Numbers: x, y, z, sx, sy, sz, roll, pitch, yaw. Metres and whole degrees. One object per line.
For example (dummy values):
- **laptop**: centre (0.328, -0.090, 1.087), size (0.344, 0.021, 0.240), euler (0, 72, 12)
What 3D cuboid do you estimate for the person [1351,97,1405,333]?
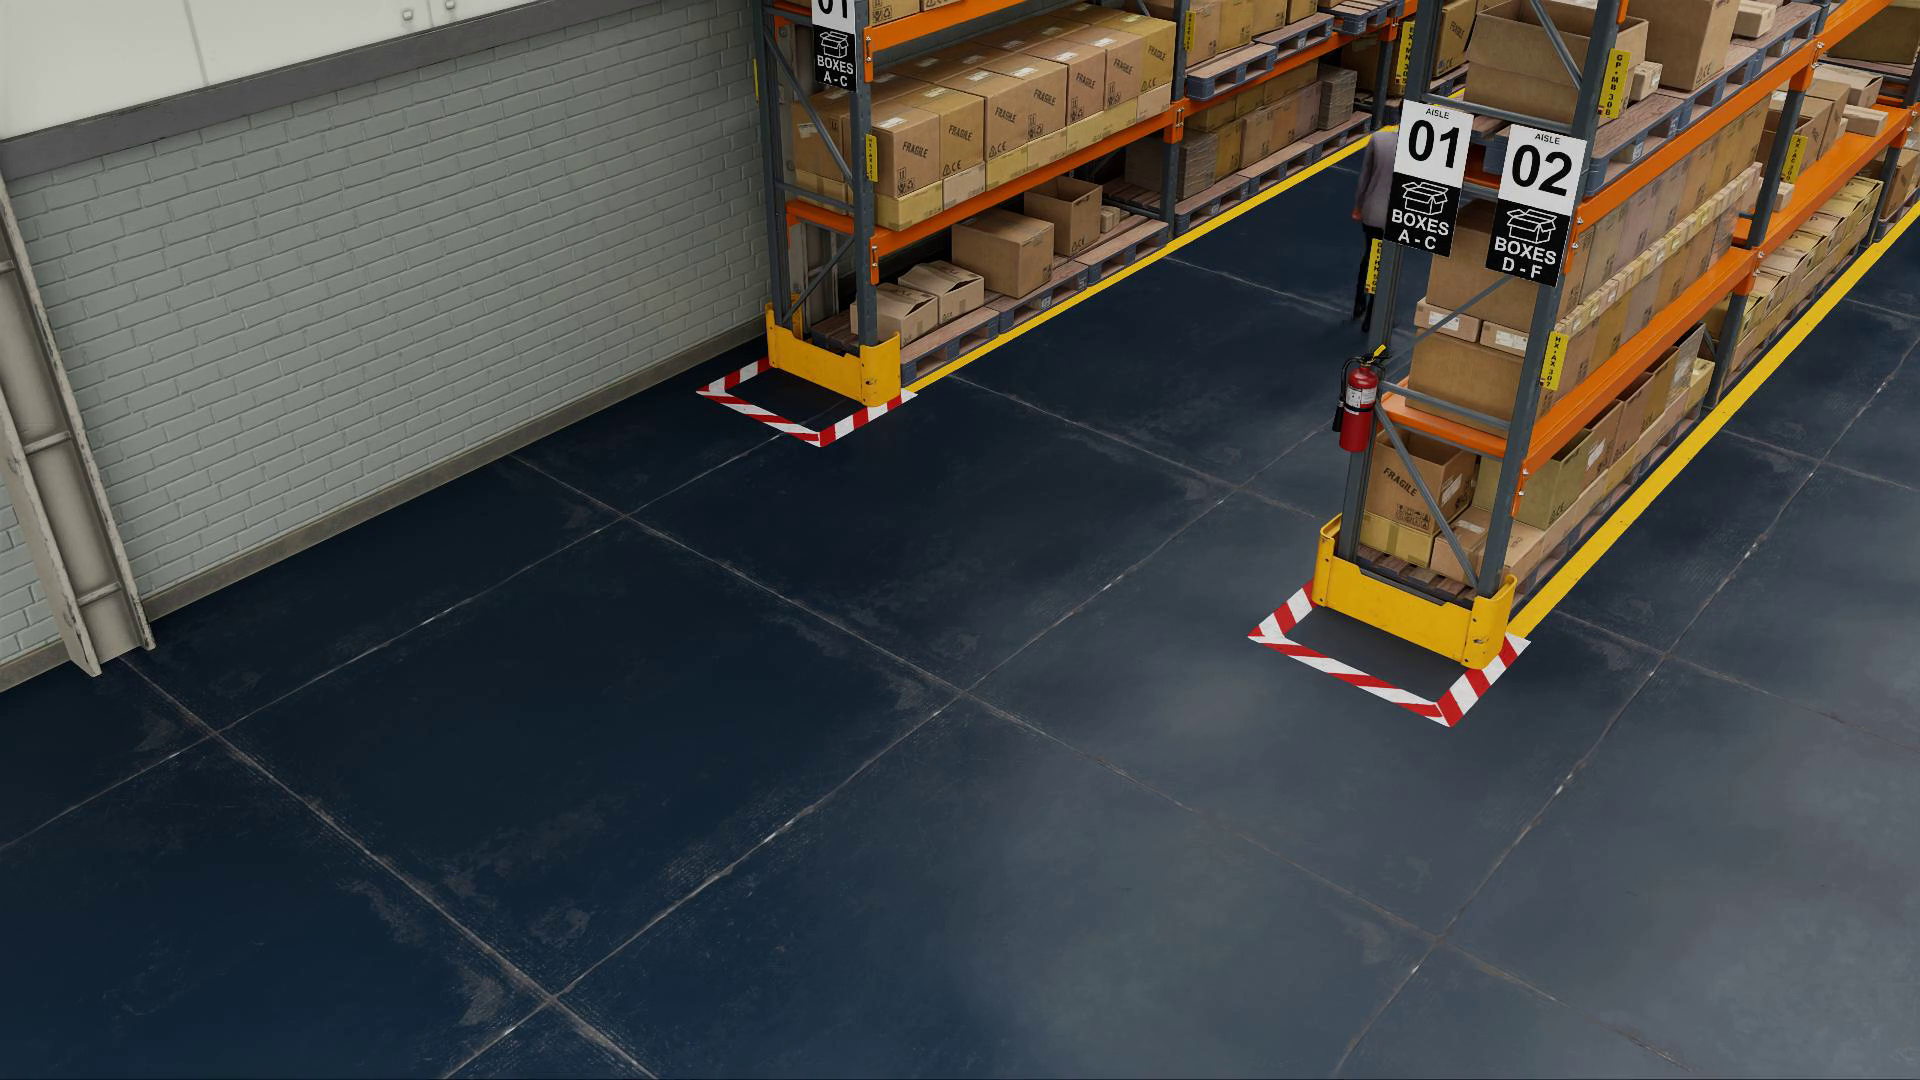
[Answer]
- **person**: centre (3.376, -2.584, 13.273), size (0.753, 1.901, 0.674), euler (22, 39, 30)
